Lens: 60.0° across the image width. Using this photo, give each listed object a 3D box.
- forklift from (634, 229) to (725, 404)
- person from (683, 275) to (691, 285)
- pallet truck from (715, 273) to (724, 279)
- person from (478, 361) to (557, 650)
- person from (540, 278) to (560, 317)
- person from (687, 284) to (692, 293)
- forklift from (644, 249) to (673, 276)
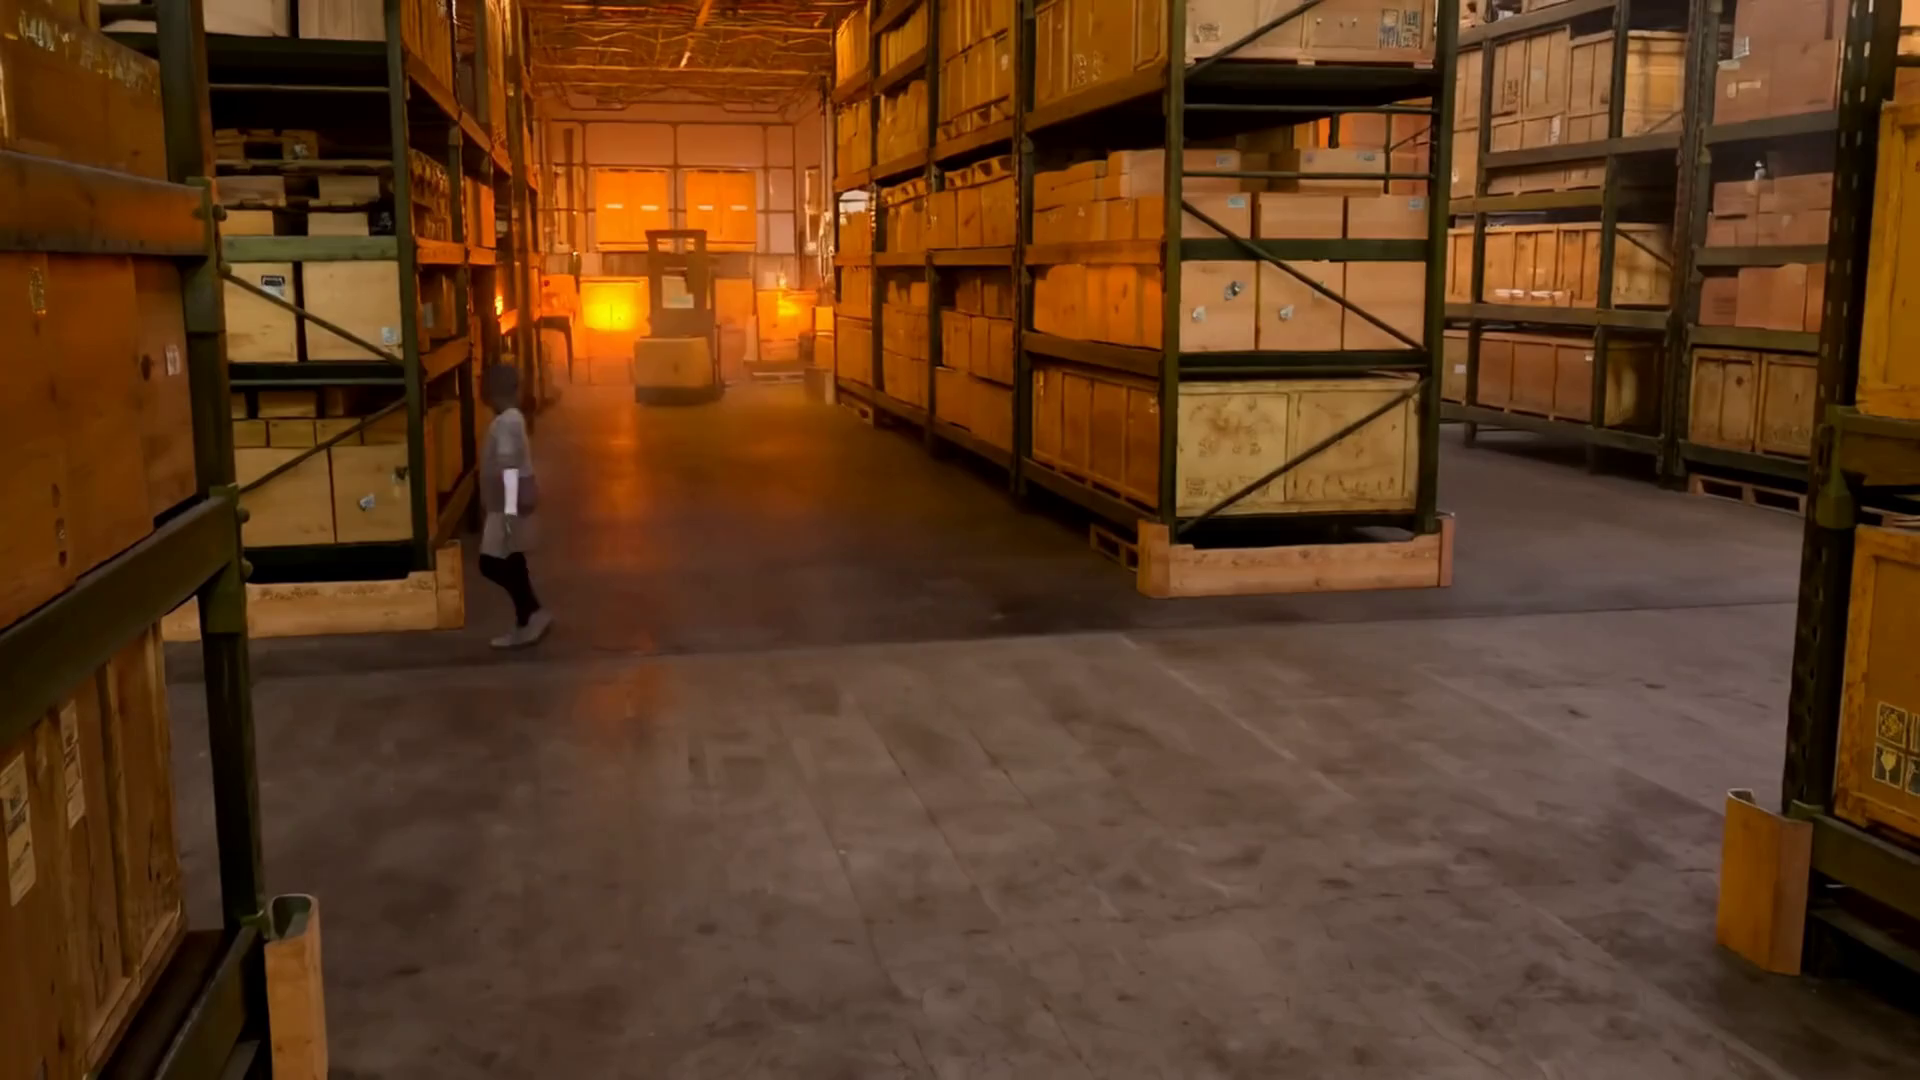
[{"bbox_3d":[-4.610,-3.658,27.121,1.129,2.768,1.873,1,9,4],"label":"forklift"},{"bbox_3d":[-10.048,-8.801,61.395,0.585,1.918,0.381,5,11,28],"label":"person"},{"bbox_3d":[-8.580,-8.986,62.280,1.885,1.965,0.823,1,9,5],"label":"pallet truck"},{"bbox_3d":[-2.602,-0.177,9.538,0.356,1.688,0.535,-2,9,-9],"label":"person"},{"bbox_3d":[-10.333,-5.586,41.733,0.629,1.940,0.376,-2,9,-10],"label":"person"},{"bbox_3d":[-6.094,-4.813,37.321,0.429,1.842,0.635,-6,11,-34],"label":"person"},{"bbox_3d":[-10.091,-8.375,55.870,1.129,2.768,1.873,-7,12,-38],"label":"forklift"}]
